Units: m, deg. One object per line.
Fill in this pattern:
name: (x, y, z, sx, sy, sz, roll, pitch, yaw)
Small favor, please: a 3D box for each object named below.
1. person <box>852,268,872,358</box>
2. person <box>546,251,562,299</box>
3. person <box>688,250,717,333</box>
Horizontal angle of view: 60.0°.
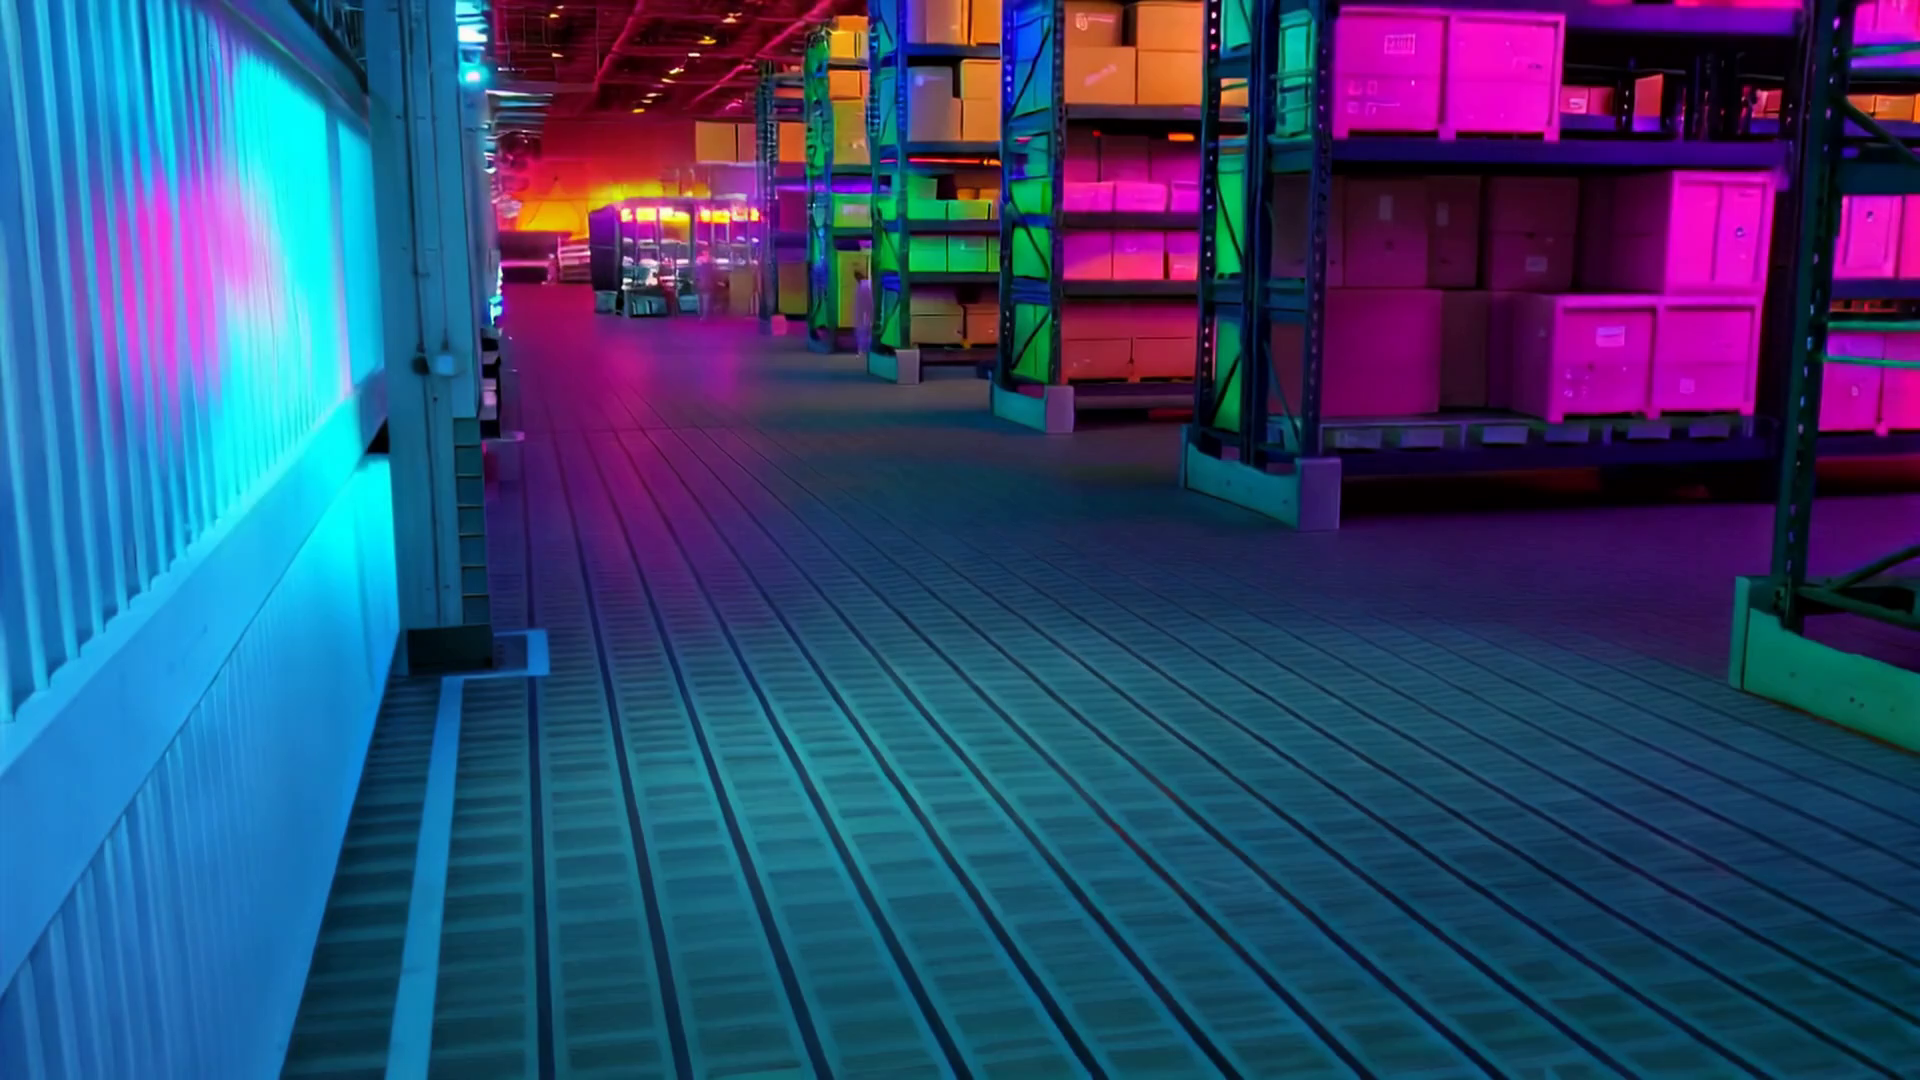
person: (-1.748, -4.135, 30.324, 0.428, 1.623, 0.576, 1, 10, 7)
person: (-15.554, -10.127, 63.697, 0.600, 1.821, 0.628, -3, 10, -14)
person: (-6.025, -5.844, 39.138, 0.615, 1.948, 1.038, 5, 11, 25)
